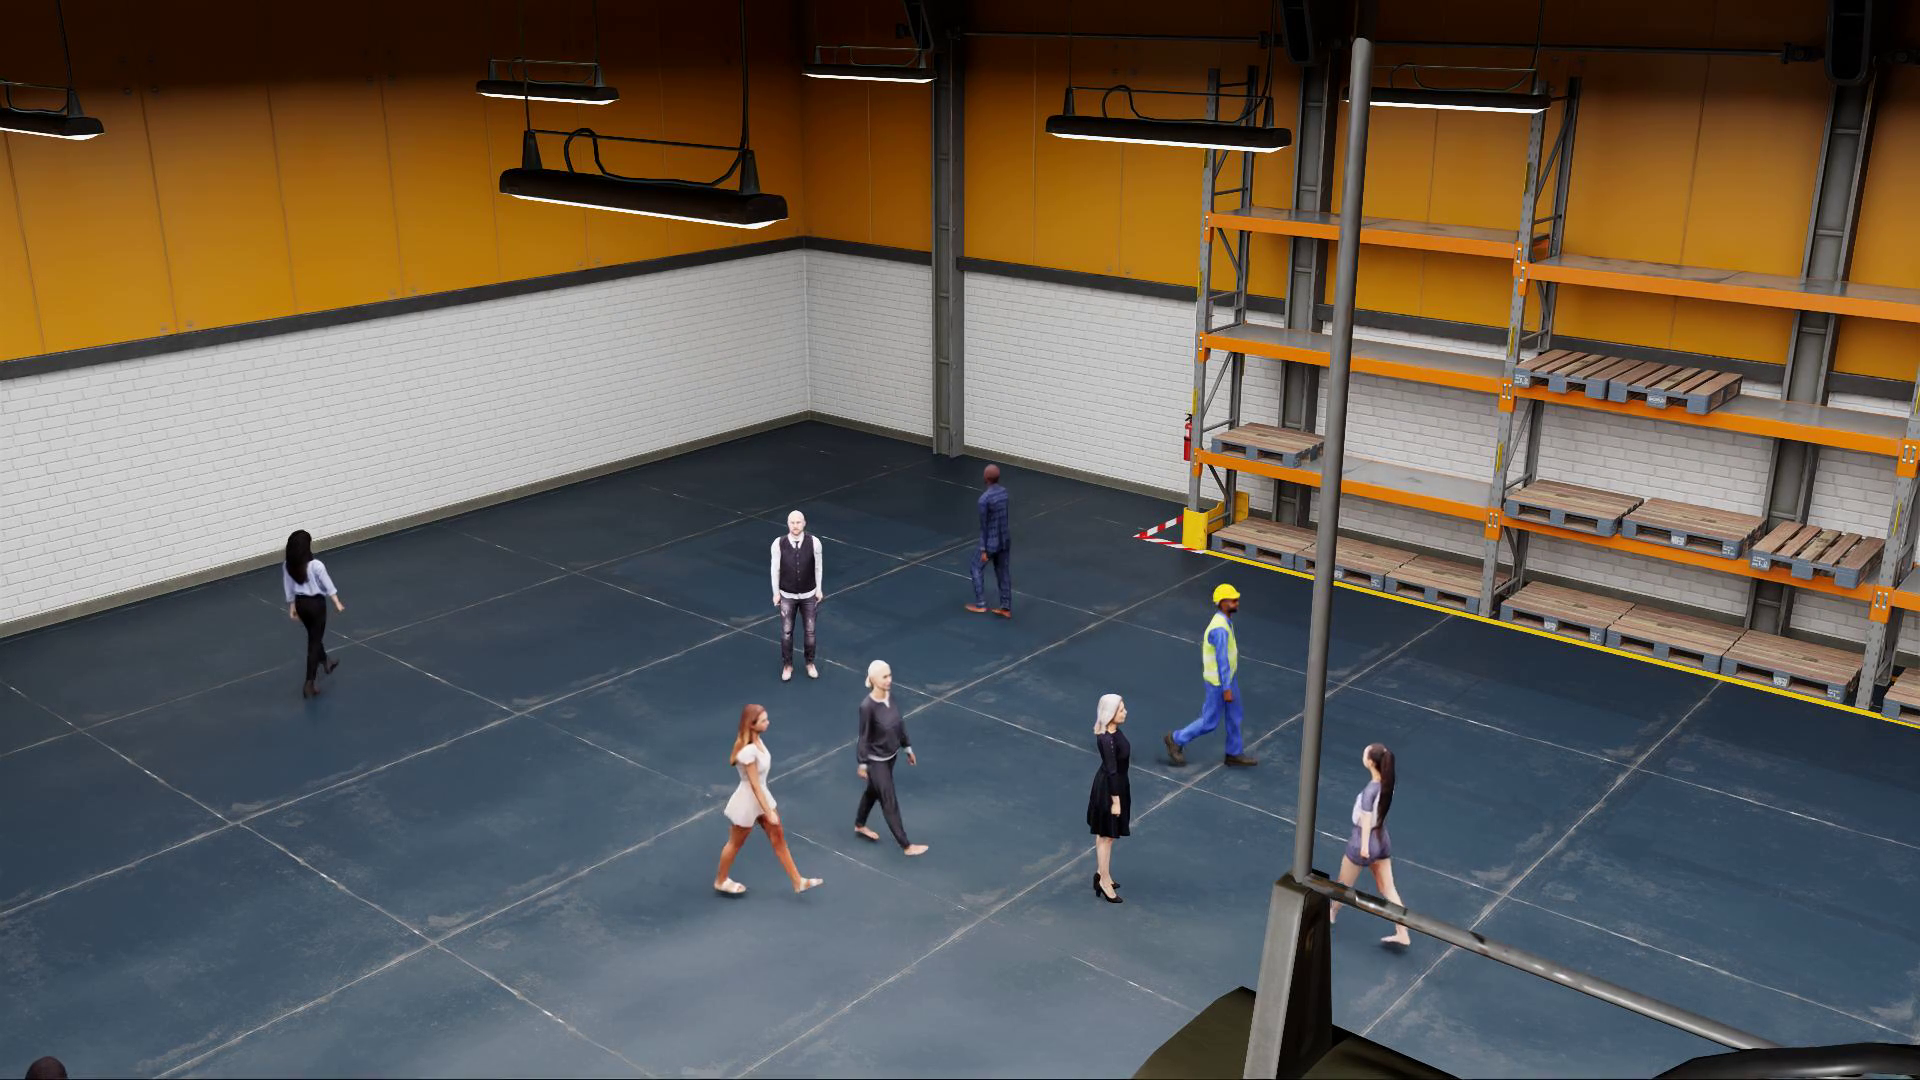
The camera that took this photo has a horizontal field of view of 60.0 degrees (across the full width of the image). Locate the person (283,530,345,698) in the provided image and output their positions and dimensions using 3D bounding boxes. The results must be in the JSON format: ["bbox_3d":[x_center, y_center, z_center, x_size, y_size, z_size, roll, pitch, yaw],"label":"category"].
[{"bbox_3d":[-6.648,0.767,16.950,1.050,1.713,0.976,5,19,14],"label":"person"}]

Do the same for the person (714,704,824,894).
[{"bbox_3d":[-1.725,2.096,13.117,1.188,1.641,0.938,3,19,10],"label":"person"}]

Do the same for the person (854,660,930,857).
[{"bbox_3d":[-0.728,1.791,13.950,1.099,1.689,0.743,10,21,28],"label":"person"}]

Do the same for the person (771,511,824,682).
[{"bbox_3d":[-1.687,0.567,17.373,0.778,1.823,0.812,-3,19,-10],"label":"person"}]

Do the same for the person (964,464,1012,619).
[{"bbox_3d":[0.449,0.035,18.989,0.699,1.799,0.804,-17,25,-41],"label":"person"}]

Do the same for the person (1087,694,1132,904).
[{"bbox_3d":[1.194,2.022,13.171,0.739,1.747,0.697,1,19,2],"label":"person"}]

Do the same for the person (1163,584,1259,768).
[{"bbox_3d":[2.322,1.278,15.321,1.196,1.786,0.915,6,20,18],"label":"person"}]

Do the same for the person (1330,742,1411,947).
[{"bbox_3d":[3.165,2.325,12.497,0.694,1.604,1.082,-17,25,-41],"label":"person"}]
